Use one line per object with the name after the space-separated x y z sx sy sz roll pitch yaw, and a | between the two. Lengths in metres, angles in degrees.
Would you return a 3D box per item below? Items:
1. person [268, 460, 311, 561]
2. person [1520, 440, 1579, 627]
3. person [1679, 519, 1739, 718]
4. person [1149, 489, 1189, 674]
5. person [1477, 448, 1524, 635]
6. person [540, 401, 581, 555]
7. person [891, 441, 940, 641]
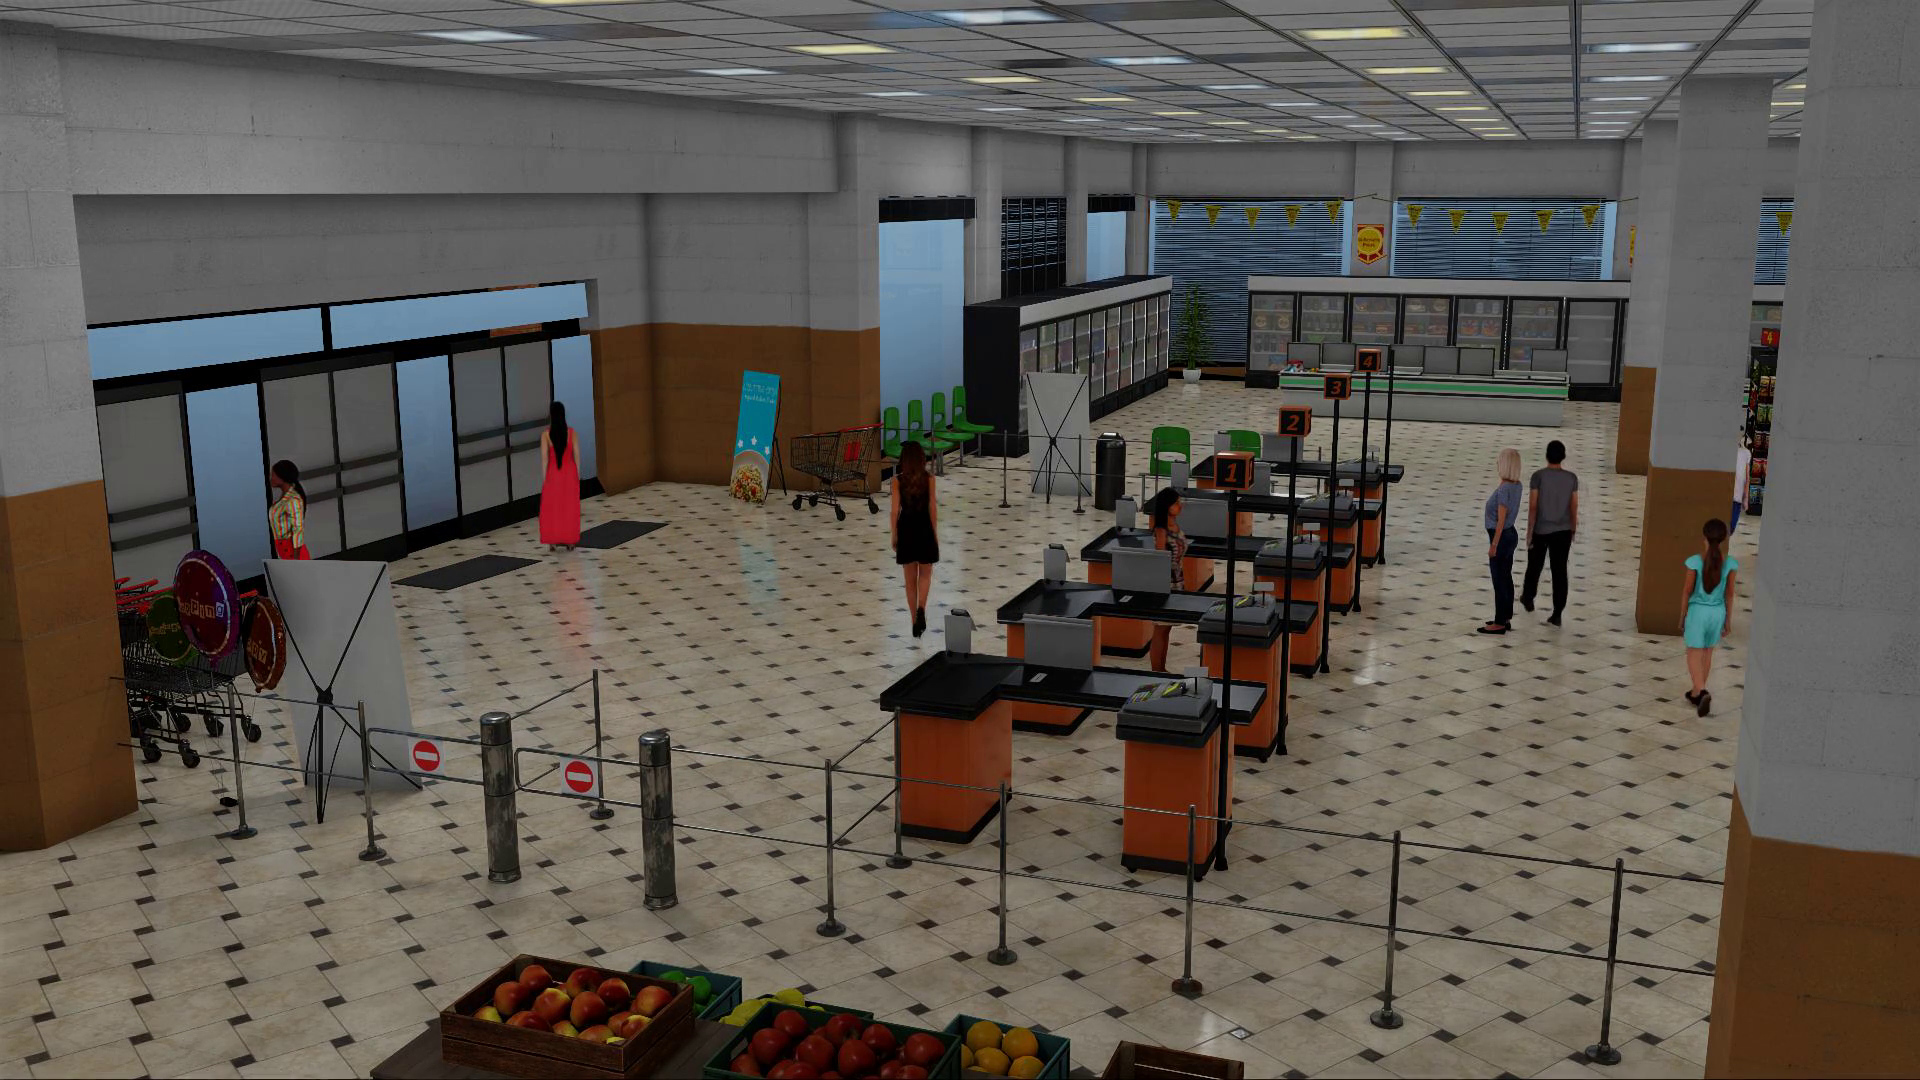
-5.710 0.196 14.265 0.744 1.792 0.668 -7 14 -29 | person
5.536 -0.028 15.533 1.164 1.707 0.909 1 12 6 | person
5.794 0.614 12.892 0.953 1.539 0.711 2 12 11 | person
1.698 0.385 13.725 0.510 1.645 0.644 4 13 20 | person
5.016 0.005 15.343 0.587 1.723 0.633 8 14 33 | person
-4.463 -0.695 18.668 0.714 1.722 0.788 -4 13 -20 | person
-0.394 0.034 14.948 0.785 1.828 0.817 -1 12 -5 | person
